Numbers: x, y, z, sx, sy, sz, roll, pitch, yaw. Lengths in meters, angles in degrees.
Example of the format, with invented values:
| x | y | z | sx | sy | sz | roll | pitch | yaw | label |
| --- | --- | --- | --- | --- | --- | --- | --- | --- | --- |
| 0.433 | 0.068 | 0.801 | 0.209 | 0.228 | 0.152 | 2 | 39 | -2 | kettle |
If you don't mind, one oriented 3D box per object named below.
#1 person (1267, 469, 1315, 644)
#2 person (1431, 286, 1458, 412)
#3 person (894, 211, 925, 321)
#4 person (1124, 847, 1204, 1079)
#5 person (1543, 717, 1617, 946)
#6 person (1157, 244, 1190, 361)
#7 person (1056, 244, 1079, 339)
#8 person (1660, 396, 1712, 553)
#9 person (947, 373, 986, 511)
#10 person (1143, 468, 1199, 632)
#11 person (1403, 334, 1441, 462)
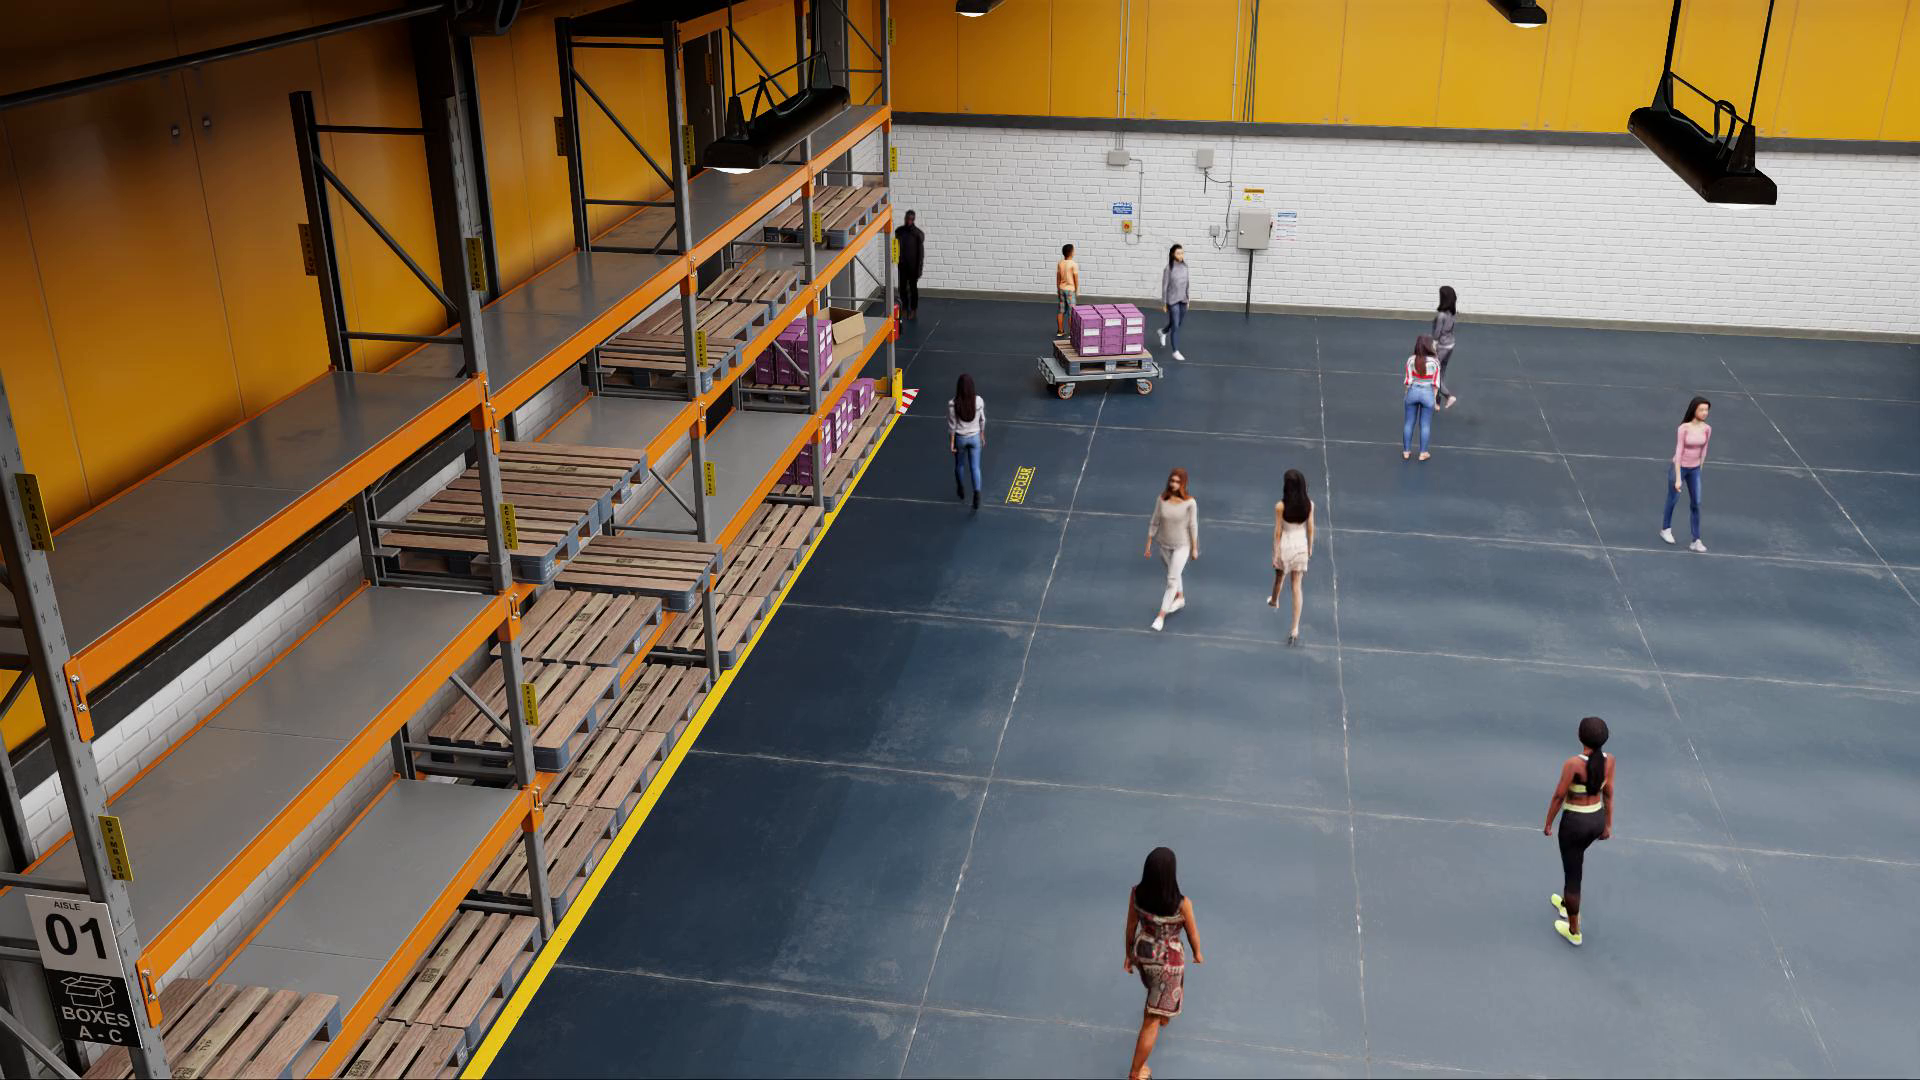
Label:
| x | y | z | sx | sy | sz | roll | pitch | yaw | label |
| --- | --- | --- | --- | --- | --- | --- | --- | --- | --- |
| 3.259 | 0.196 | 16.226 | 0.843 | 1.679 | 1.162 | -3 | 24 | -6 | person |
| 6.554 | -2.531 | 22.381 | 0.850 | 1.746 | 0.890 | -20 | 31 | -38 | person |
| -0.810 | -4.392 | 26.574 | 0.799 | 1.797 | 0.783 | 16 | 28 | 32 | person |
| 1.225 | 2.731 | 10.530 | 0.924 | 1.597 | 1.190 | 15 | 28 | 31 | person |
| 4.454 | 2.096 | 11.809 | 0.742 | 1.735 | 0.866 | -4 | 24 | -10 | person |
| 3.181 | -3.577 | 24.818 | 0.990 | 1.711 | 1.087 | -13 | 27 | -27 | person |
| 1.664 | -3.868 | 25.795 | 0.593 | 1.461 | 0.595 | 15 | 27 | 30 | person |
| 7.976 | -0.775 | 18.395 | 0.734 | 1.722 | 1.010 | -2 | 24 | -5 | person |
| 0.114 | -1.113 | 19.320 | 0.860 | 1.600 | 1.134 | -4 | 24 | -9 | person |
| 2.169 | 0.046 | 16.604 | 0.907 | 1.652 | 1.189 | 15 | 28 | 30 | person |
| 5.777 | -1.799 | 20.874 | 0.638 | 1.612 | 0.599 | 11 | 26 | 24 | person |
